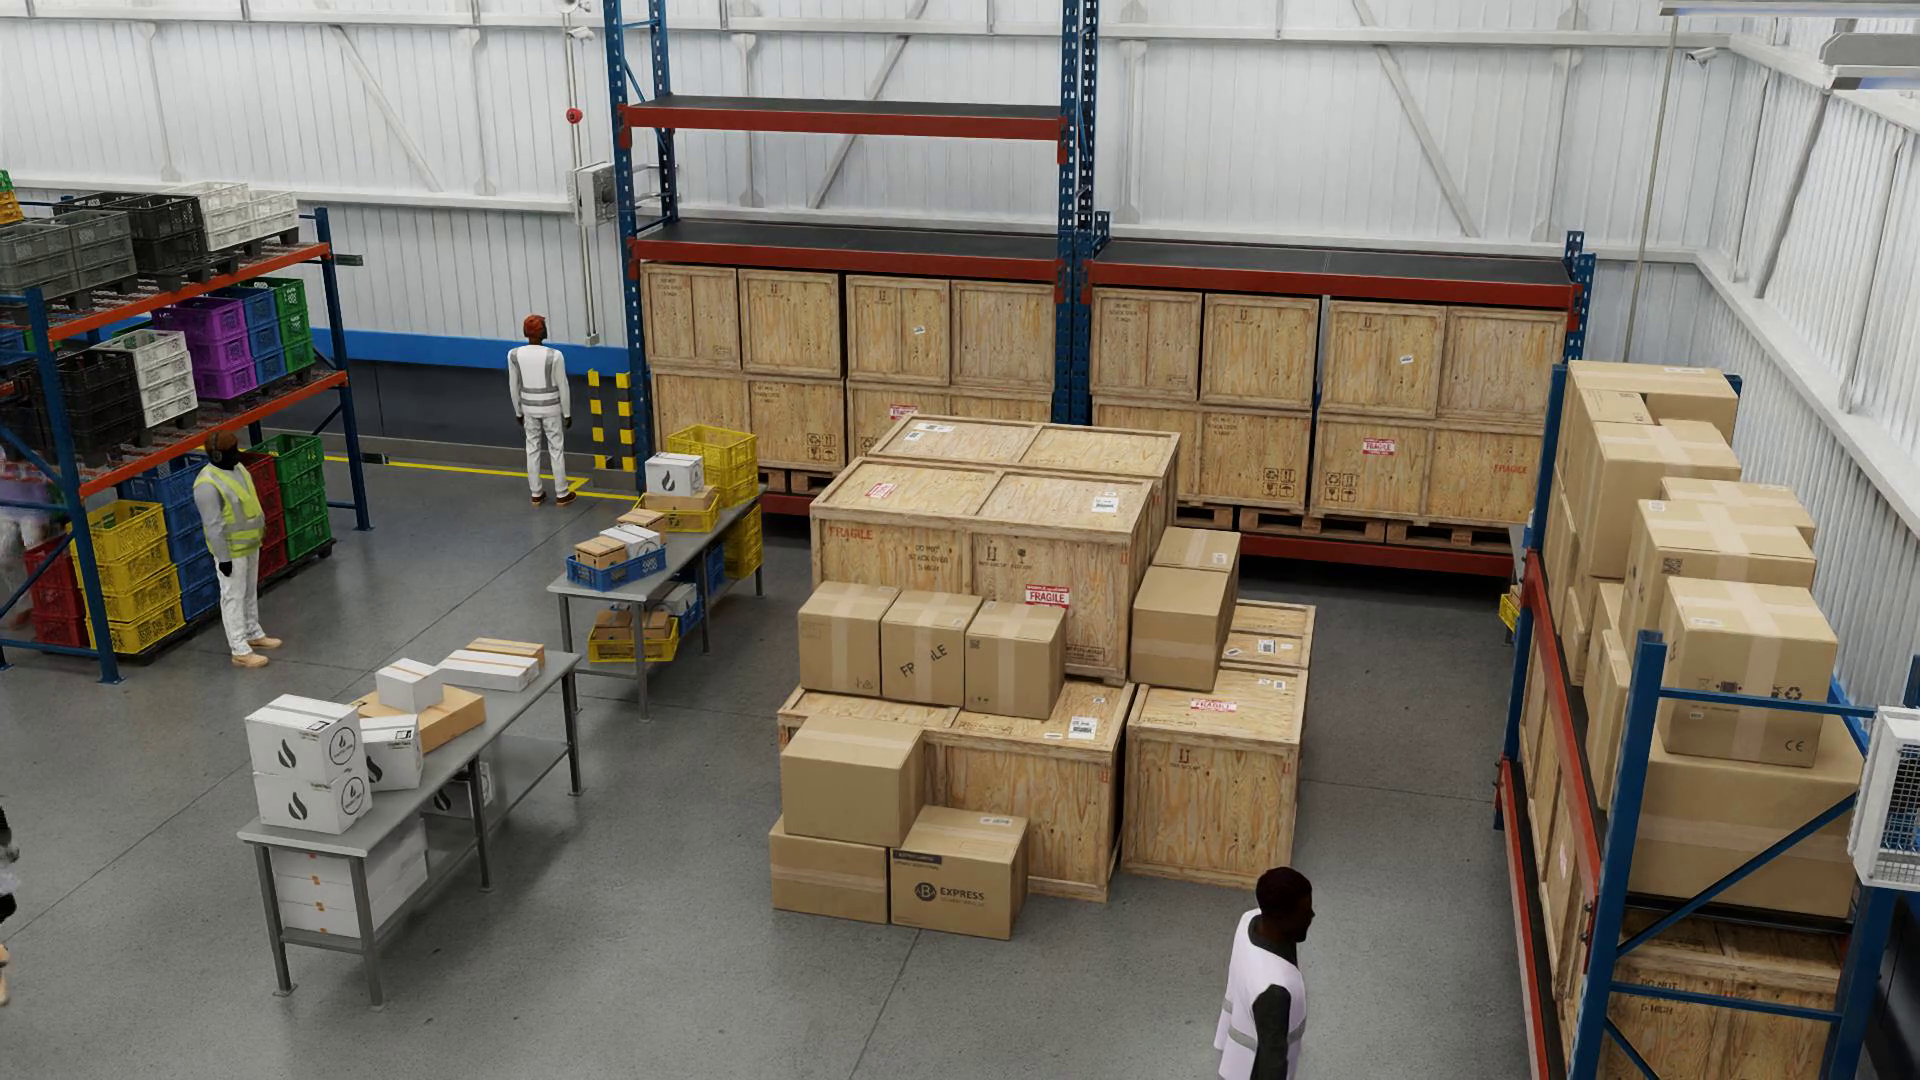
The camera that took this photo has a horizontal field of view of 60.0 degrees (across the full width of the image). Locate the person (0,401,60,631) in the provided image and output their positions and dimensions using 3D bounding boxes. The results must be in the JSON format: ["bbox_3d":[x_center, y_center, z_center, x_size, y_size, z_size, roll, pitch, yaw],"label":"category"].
[{"bbox_3d":[-7.470,-0.173,13.160,0.635,1.925,0.526,3,21,9],"label":"person"}]

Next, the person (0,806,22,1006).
[{"bbox_3d":[-5.273,1.662,8.726,0.569,1.662,0.479,-19,28,-41],"label":"person"}]

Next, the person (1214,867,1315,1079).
[{"bbox_3d":[1.258,2.206,6.945,0.379,1.918,0.596,0,21,1],"label":"person"}]

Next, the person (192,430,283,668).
[{"bbox_3d":[-5.508,0.048,12.697,0.429,1.845,0.621,0,21,0],"label":"person"}]

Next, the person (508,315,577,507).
[{"bbox_3d":[-4.013,-1.237,16.003,0.579,1.883,0.352,3,21,7],"label":"person"}]
